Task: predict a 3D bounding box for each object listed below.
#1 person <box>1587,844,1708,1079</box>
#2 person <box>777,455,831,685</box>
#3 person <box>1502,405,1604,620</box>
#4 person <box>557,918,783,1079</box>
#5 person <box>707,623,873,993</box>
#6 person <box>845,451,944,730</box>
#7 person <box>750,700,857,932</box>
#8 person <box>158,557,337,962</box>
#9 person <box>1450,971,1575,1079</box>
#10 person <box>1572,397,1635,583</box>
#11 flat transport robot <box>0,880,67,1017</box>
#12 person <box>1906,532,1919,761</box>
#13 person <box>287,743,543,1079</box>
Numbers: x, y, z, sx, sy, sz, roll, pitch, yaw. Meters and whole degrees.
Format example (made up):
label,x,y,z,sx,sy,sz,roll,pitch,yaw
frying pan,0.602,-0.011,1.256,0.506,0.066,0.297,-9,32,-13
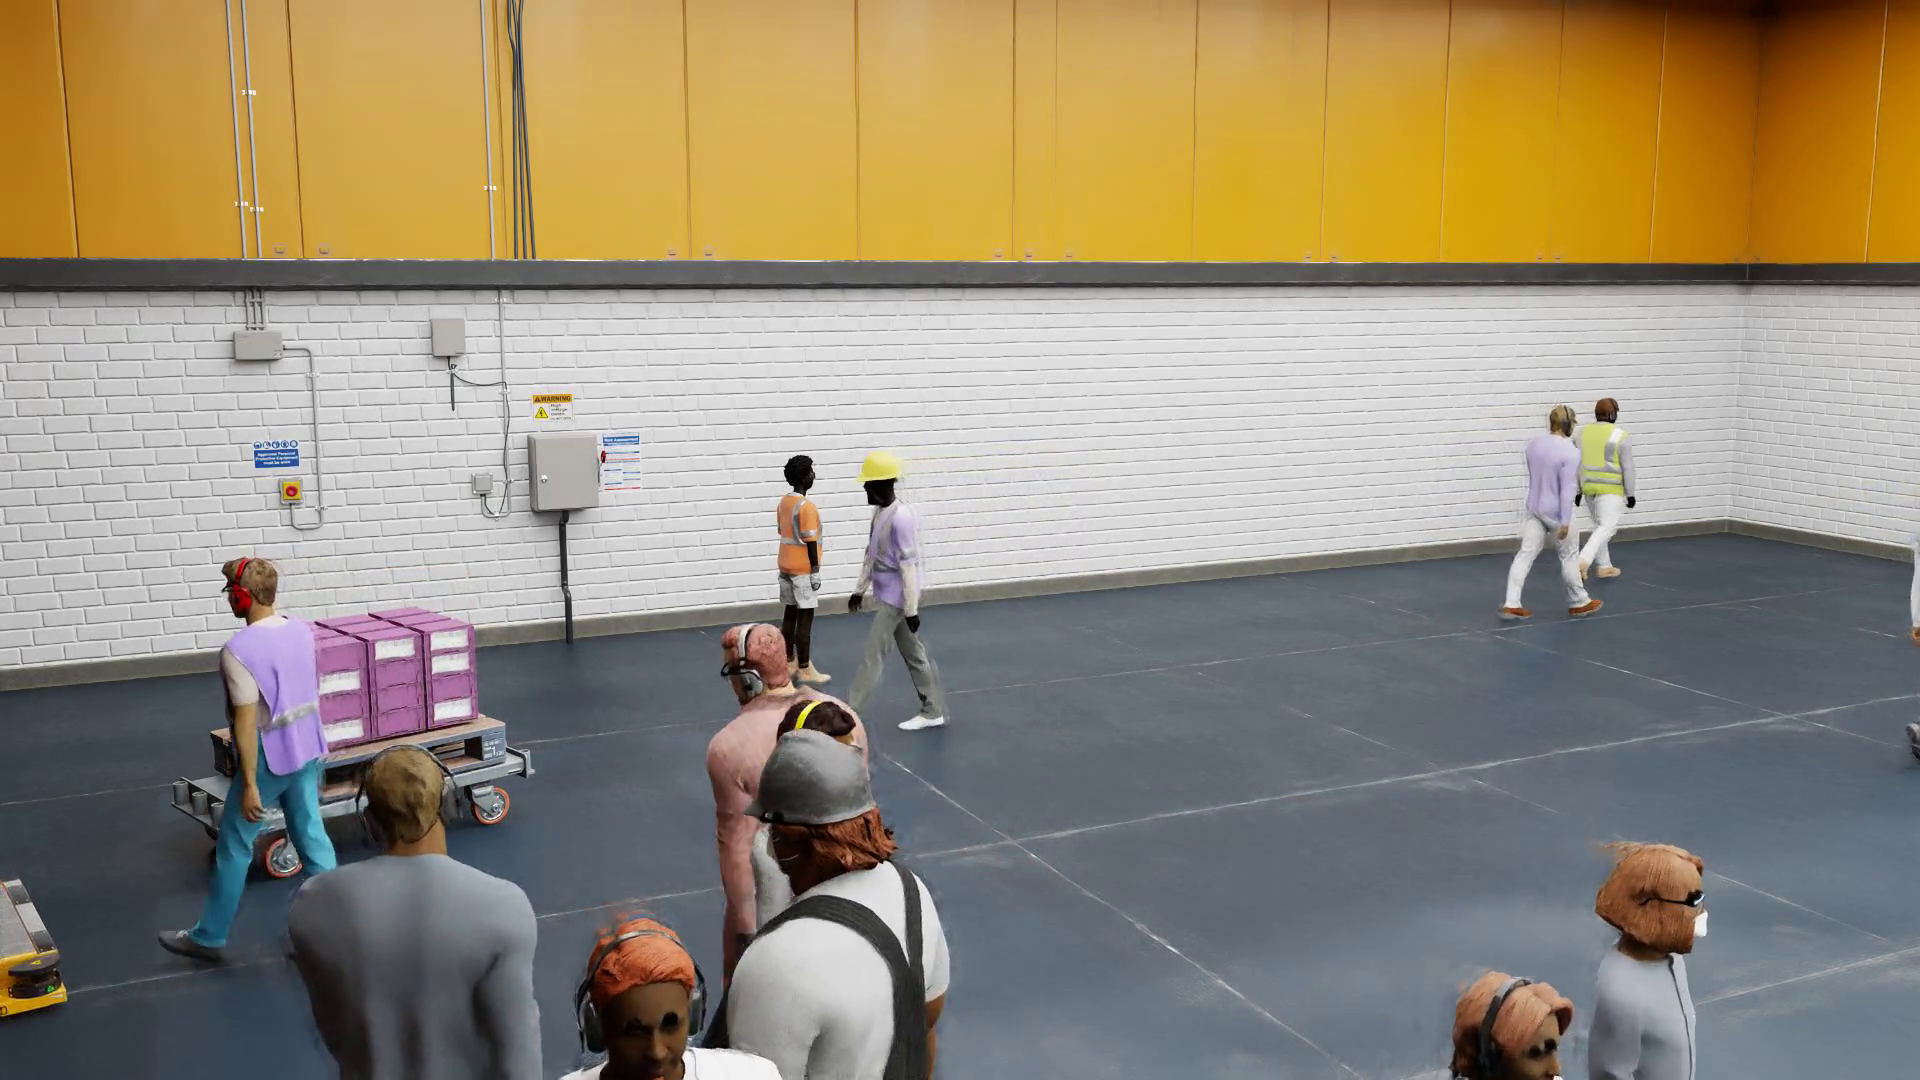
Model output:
label,x,y,z,sx,sy,sz,roll,pitch,yaw
person,1.685,1.545,4.286,0.522,1.618,0.504,6,11,32
person,-1.171,0.215,12.287,0.317,1.700,0.537,-5,11,-30
person,5.172,-0.233,14.499,1.018,1.888,0.647,-4,10,-24
person,-0.622,1.598,3.280,0.577,1.862,0.863,-4,10,-24
person,-0.512,1.209,5.688,0.681,1.856,0.926,-8,12,-41
person,-0.535,0.361,10.840,0.974,1.878,0.613,-2,9,-11
person,-0.468,1.346,4.832,0.627,1.843,0.530,4,10,21
person,-3.095,0.970,7.252,0.904,1.802,0.604,2,9,13
person,1.058,1.667,3.536,0.520,1.624,0.522,-7,12,-38
person,6.272,-0.491,16.304,0.837,1.818,0.628,-6,11,-31
flat transport robot,-4.346,1.752,7.174,0.652,0.197,1.431,-7,11,-36
person,6.142,0.488,10.271,0.792,1.810,0.590,-4,10,-23
person,-1.332,1.445,4.126,0.628,1.892,0.983,0,9,-1
